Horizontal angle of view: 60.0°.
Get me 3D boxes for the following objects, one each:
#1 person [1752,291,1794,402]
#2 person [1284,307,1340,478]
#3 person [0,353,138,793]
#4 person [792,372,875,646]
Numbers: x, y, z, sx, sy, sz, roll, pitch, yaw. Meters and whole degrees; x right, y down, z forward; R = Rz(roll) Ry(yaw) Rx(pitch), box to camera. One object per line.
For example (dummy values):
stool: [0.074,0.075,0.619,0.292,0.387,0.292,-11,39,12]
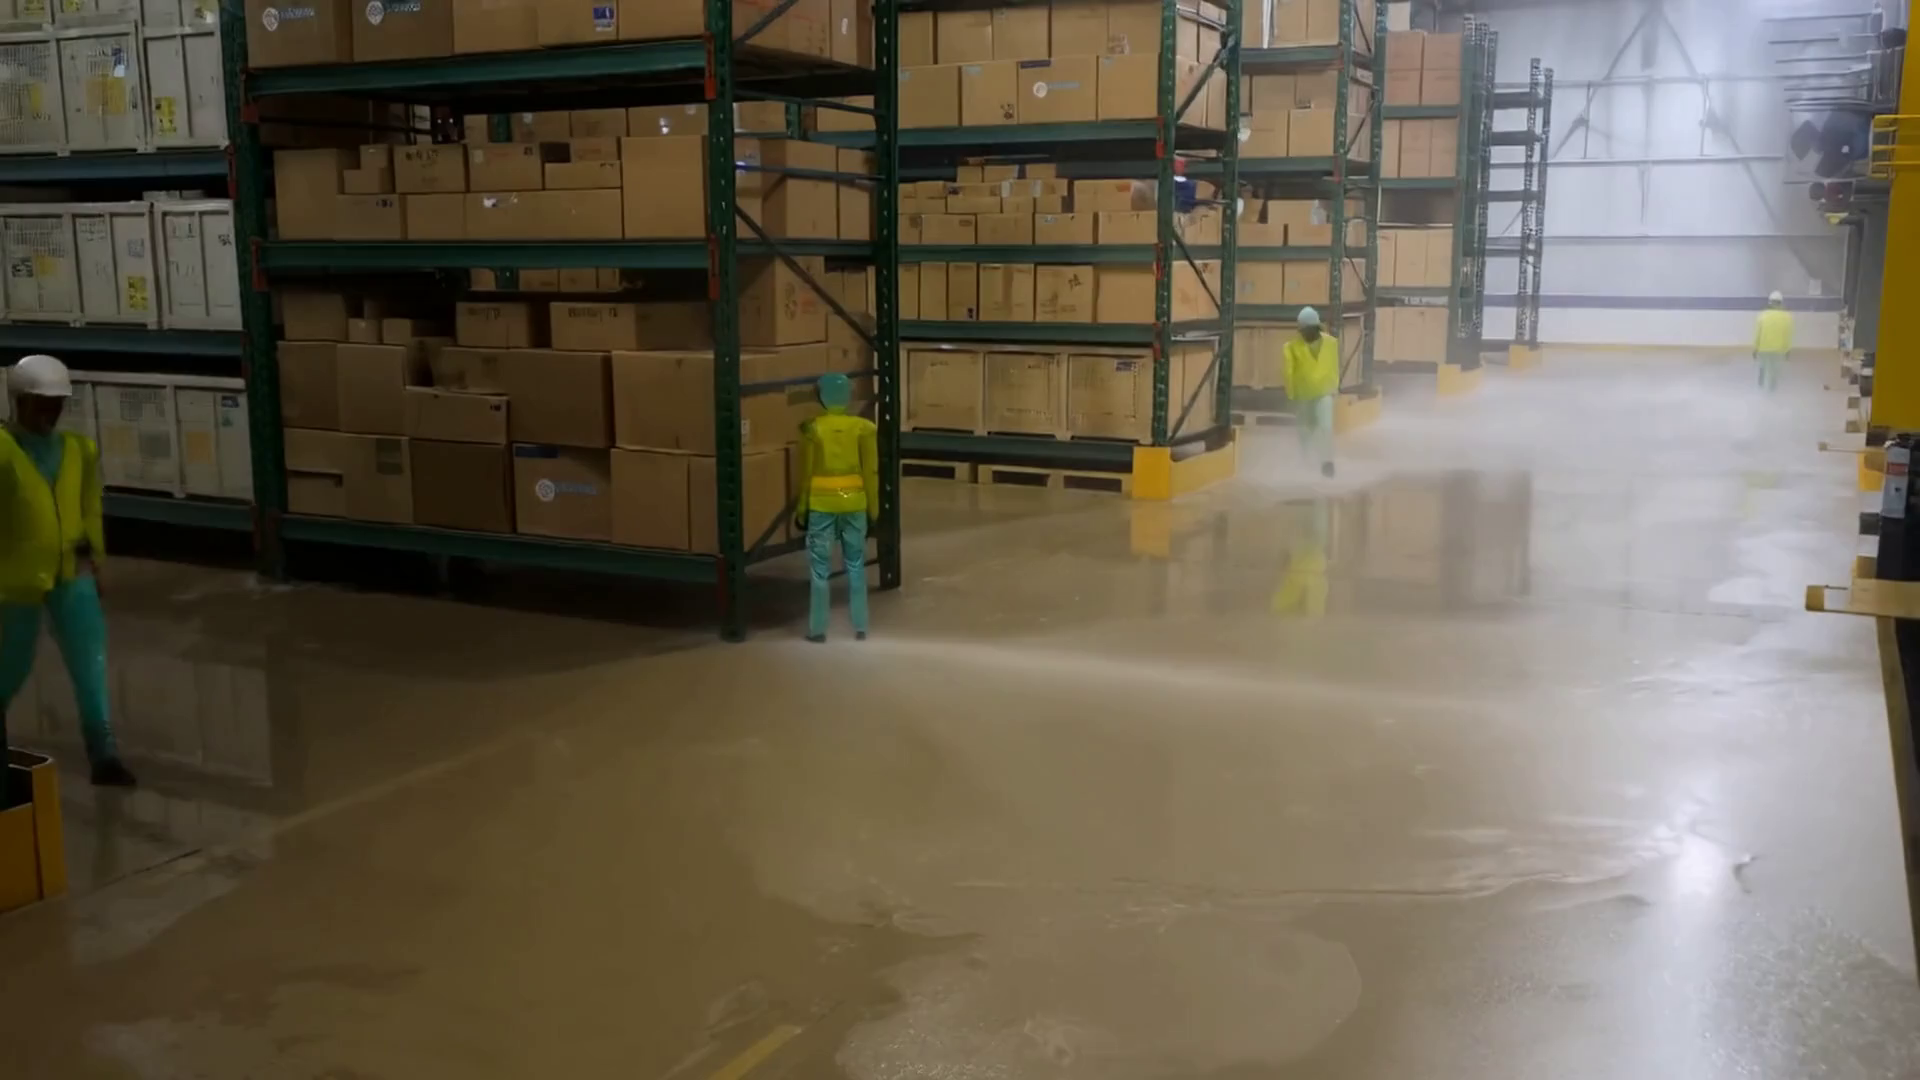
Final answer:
person: [12.748,-3.028,26.085,0.578,1.739,0.367,5,11,29]
person: [3.680,-1.532,17.321,0.608,1.771,0.947,0,10,1]
person: [-4.044,0.140,7.246,0.898,1.917,0.615,7,12,33]
person: [-0.741,-0.177,9.891,0.518,1.632,0.315,-4,11,-22]
